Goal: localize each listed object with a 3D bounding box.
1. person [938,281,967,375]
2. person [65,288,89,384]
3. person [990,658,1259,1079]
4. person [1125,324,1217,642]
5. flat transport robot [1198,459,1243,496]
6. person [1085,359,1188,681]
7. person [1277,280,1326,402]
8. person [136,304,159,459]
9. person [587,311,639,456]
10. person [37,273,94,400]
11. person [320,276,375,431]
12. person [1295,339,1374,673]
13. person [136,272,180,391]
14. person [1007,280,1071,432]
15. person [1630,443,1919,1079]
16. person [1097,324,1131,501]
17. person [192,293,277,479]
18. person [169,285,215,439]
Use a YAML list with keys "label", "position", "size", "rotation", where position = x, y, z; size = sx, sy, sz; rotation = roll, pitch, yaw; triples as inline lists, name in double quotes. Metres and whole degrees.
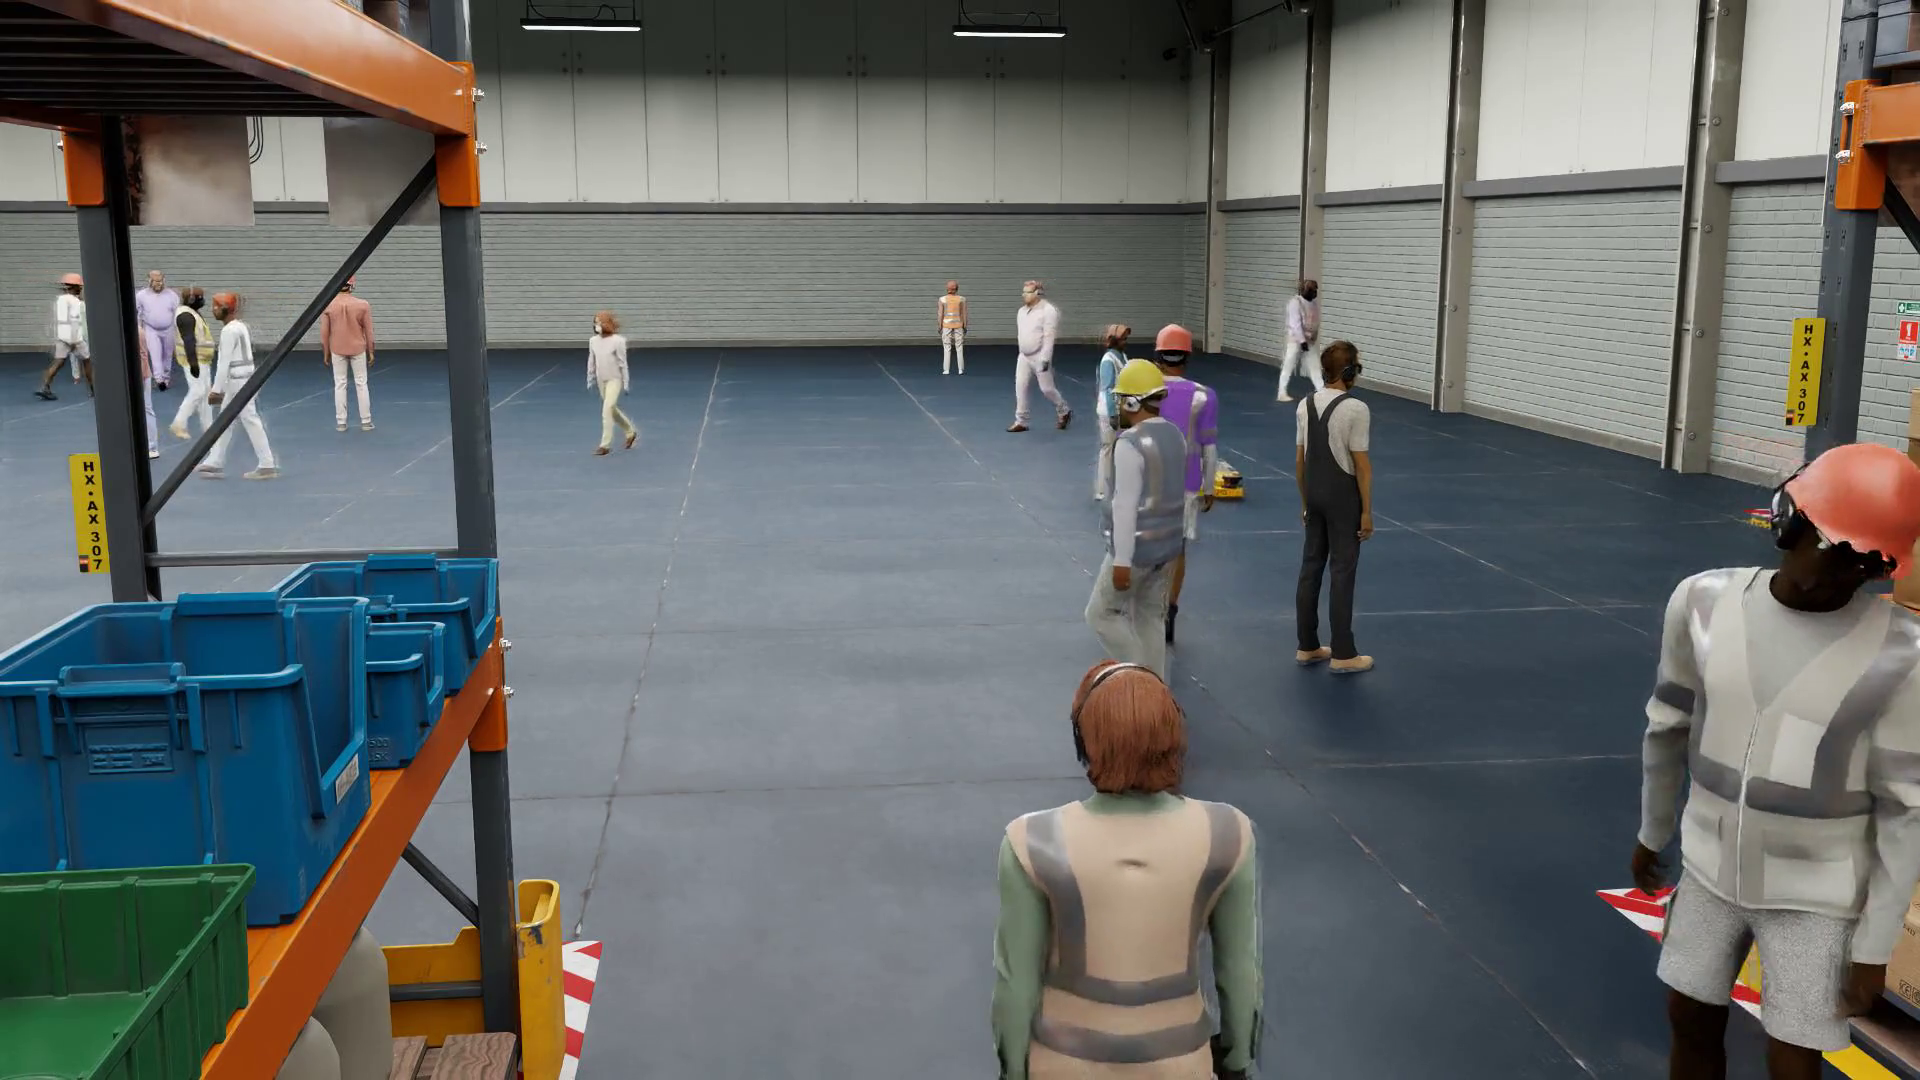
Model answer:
- label: "person"
  position: [-0.131, -3.698, 29.054]
  size: [0.522, 1.636, 0.311]
  rotation: [-1, 10, -8]
- label: "person"
  position: [-14.586, -3.402, 27.484]
  size: [0.506, 1.622, 0.571]
  rotation: [-3, 11, -18]
- label: "person"
  position: [0.322, 1.033, 3.164]
  size: [0.525, 1.617, 0.619]
  rotation: [-1, 10, -7]
- label: "person"
  position: [1.267, -0.360, 10.068]
  size: [0.544, 1.889, 1.007]
  rotation: [2, 11, 13]
- label: "flat transport robot"
  position: [2.263, -0.611, 15.874]
  size: [0.652, 0.197, 1.431]
  rotation: [0, 10, 0]
- label: "person"
  position: [0.877, 0.023, 8.159]
  size: [0.437, 1.813, 0.615]
  rotation: [7, 12, 34]
- label: "person"
  position: [5.012, -2.864, 24.093]
  size: [0.613, 1.782, 0.992]
  rotation: [-8, 13, -38]
- label: "person"
  position: [-8.932, -1.745, 17.999]
  size: [0.329, 1.765, 0.526]
  rotation: [-9, 14, -40]
- label: "person"
  position: [-3.872, -1.764, 18.563]
  size: [0.505, 1.600, 0.805]
  rotation: [6, 12, 31]
- label: "person"
  position: [-13.245, -3.012, 24.665]
  size: [0.529, 1.882, 1.040]
  rotation: [5, 12, 27]
- label: "person"
  position: [-7.594, -2.346, 20.658]
  size: [0.622, 1.993, 0.382]
  rotation: [-3, 11, -17]
- label: "person"
  position: [2.079, -0.185, 9.226]
  size: [0.345, 1.846, 0.508]
  rotation: [-8, 13, -36]
- label: "person"
  position: [-12.563, -3.275, 26.155]
  size: [0.662, 1.842, 1.028]
  rotation: [-7, 12, -32]
- label: "person"
  position: [0.985, -2.279, 20.623]
  size: [0.639, 1.880, 0.841]
  rotation: [10, 14, 42]
- label: "person"
  position: [1.758, 0.745, 3.754]
  size: [0.458, 1.992, 0.795]
  rotation: [-7, 13, -36]
- label: "person"
  position: [1.443, -1.139, 15.054]
  size: [0.437, 1.622, 0.542]
  rotation: [4, 11, 23]
- label: "person"
  position: [-7.270, -1.504, 16.429]
  size: [0.922, 1.841, 0.591]
  rotation: [-3, 11, -17]
- label: "person"
  position: [-9.170, -2.130, 19.935]
  size: [0.502, 1.846, 0.642]
  rotation: [-2, 11, -13]
